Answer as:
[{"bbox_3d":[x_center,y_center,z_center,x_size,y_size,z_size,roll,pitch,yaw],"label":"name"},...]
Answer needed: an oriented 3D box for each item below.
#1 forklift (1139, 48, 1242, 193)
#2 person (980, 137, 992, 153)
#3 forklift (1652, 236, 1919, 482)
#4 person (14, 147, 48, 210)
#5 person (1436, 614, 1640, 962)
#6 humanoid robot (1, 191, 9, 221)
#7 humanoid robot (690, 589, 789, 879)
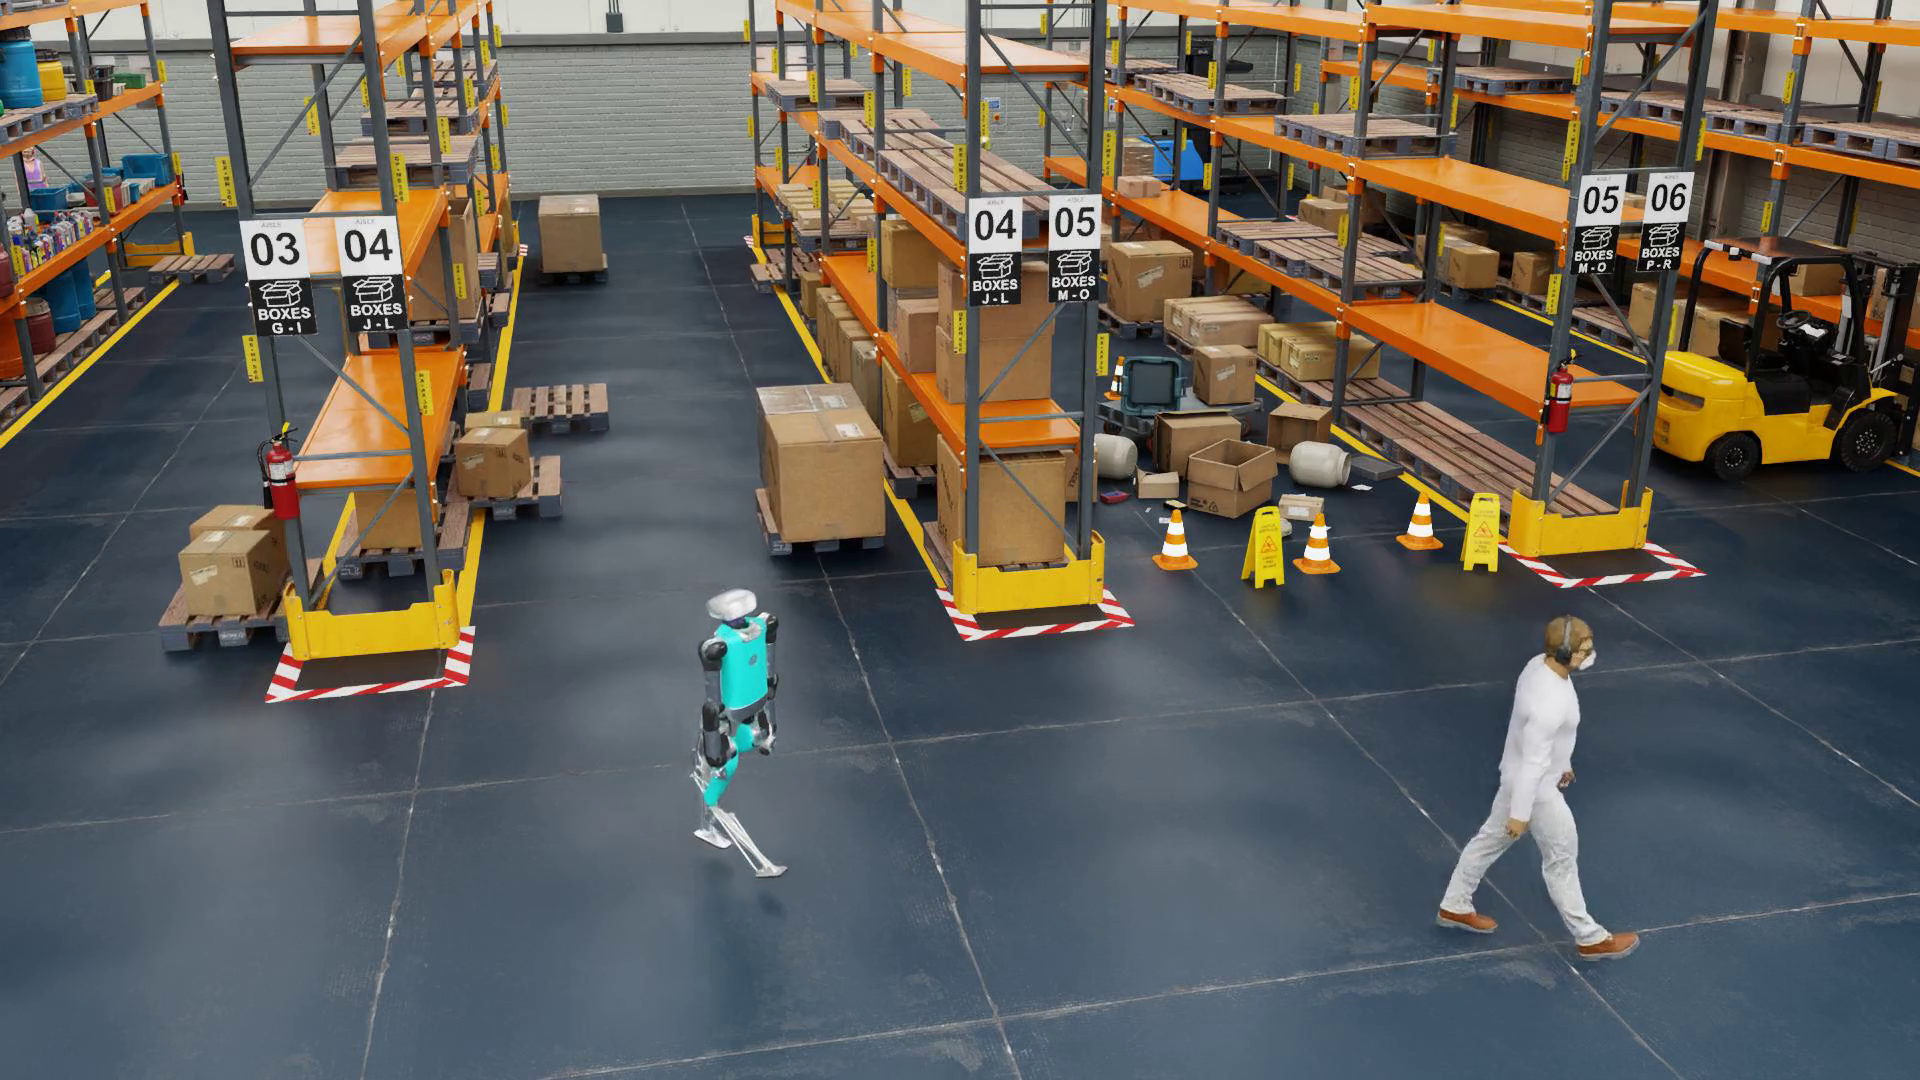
[{"bbox_3d":[4.566,-8.313,32.860,1.873,2.768,1.129,-4,21,-12],"label":"forklift"},{"bbox_3d":[0.338,-6.949,30.860,0.539,1.696,0.316,8,22,19],"label":"person"},{"bbox_3d":[8.013,-1.814,16.330,2.313,2.155,1.214,-4,21,-12],"label":"forklift"},{"bbox_3d":[-15.313,-5.696,27.496,0.481,1.690,0.347,-17,26,-38],"label":"person"},{"bbox_3d":[3.008,1.257,8.502,1.009,1.887,0.663,5,21,13],"label":"person"},{"bbox_3d":[-16.168,-5.810,27.810,0.367,1.651,0.603,-4,21,-10],"label":"humanoid robot"},{"bbox_3d":[-1.323,1.060,9.237,1.005,1.738,0.547,15,25,34],"label":"humanoid robot"}]
